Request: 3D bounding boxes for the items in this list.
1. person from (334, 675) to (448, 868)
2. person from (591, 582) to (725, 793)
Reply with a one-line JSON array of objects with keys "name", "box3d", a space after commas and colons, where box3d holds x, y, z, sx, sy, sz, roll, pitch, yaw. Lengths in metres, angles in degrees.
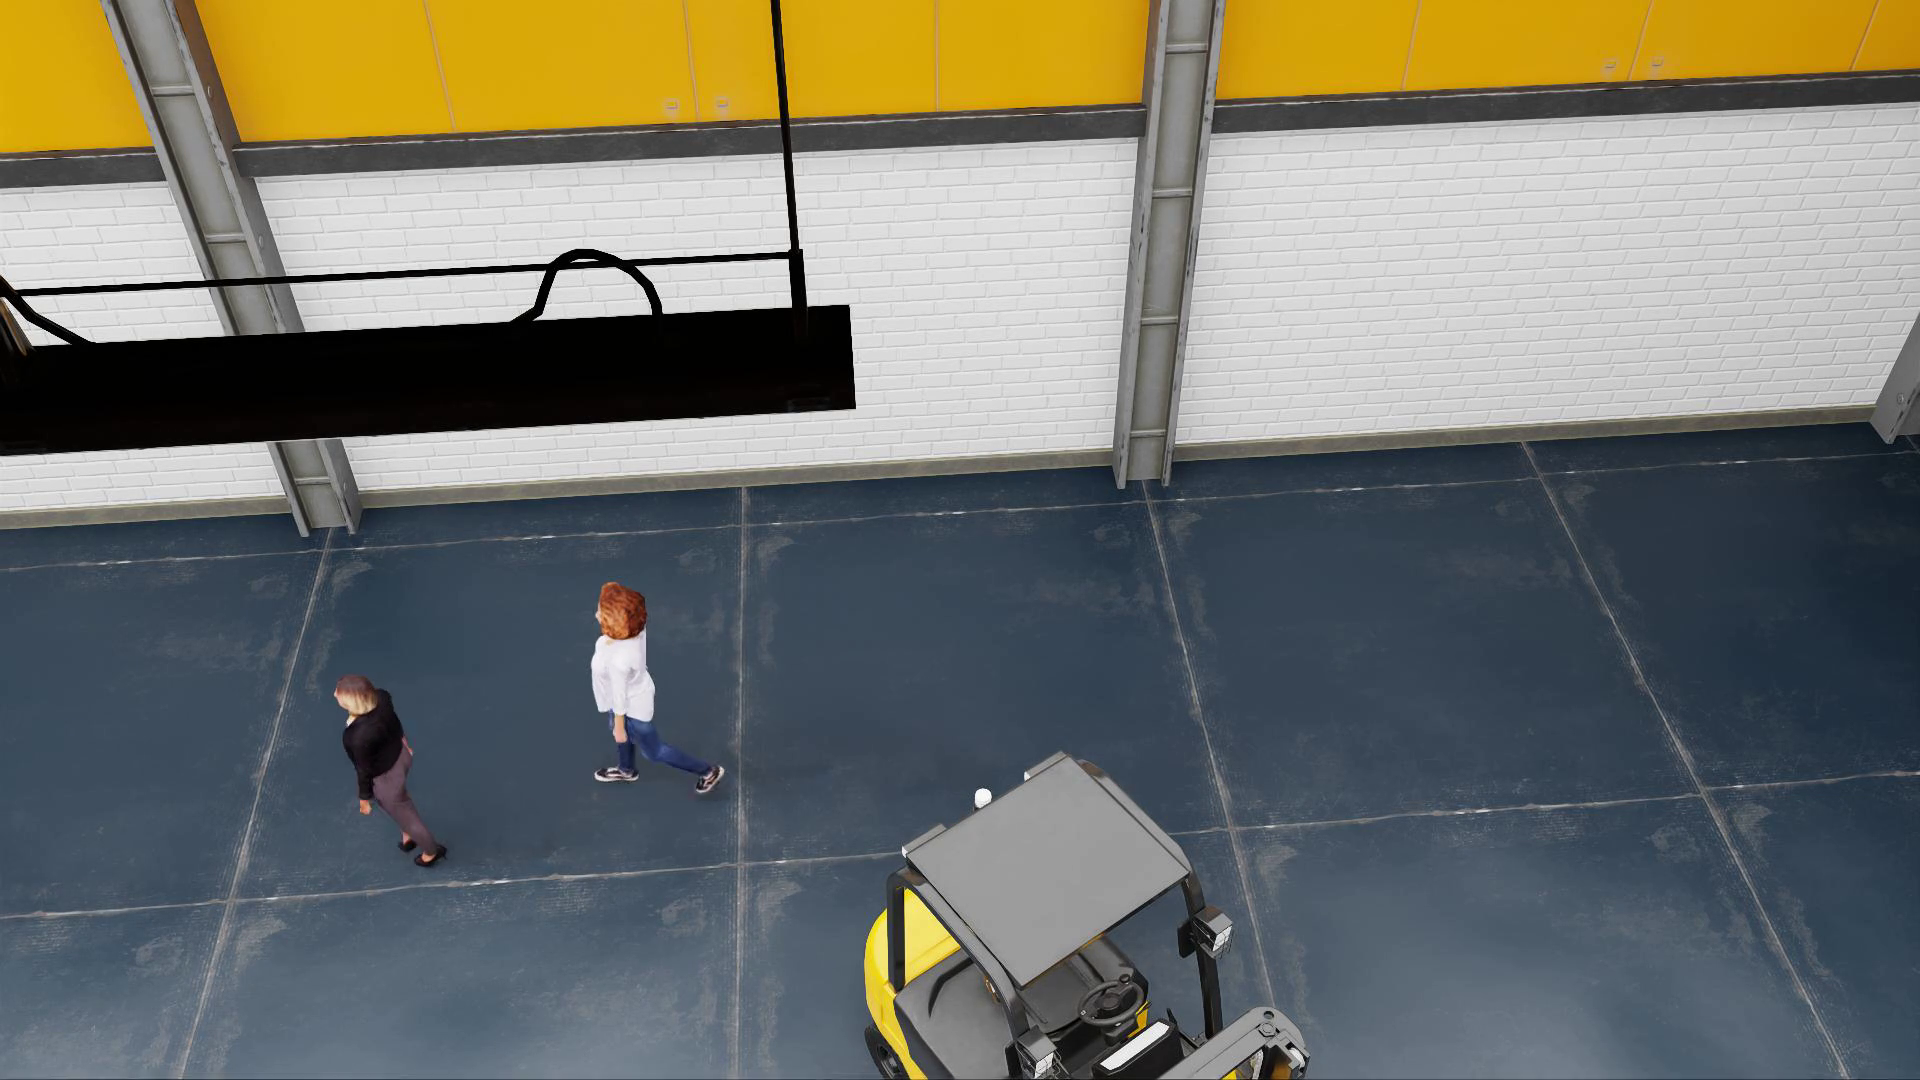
[{"name": "person", "box3d": [-3.153, 1.344, 9.451, 0.622, 1.659, 0.636, 0, 44, 0]}, {"name": "person", "box3d": [-1.847, 0.945, 9.855, 1.069, 1.679, 0.675, -2, 44, -2]}]
